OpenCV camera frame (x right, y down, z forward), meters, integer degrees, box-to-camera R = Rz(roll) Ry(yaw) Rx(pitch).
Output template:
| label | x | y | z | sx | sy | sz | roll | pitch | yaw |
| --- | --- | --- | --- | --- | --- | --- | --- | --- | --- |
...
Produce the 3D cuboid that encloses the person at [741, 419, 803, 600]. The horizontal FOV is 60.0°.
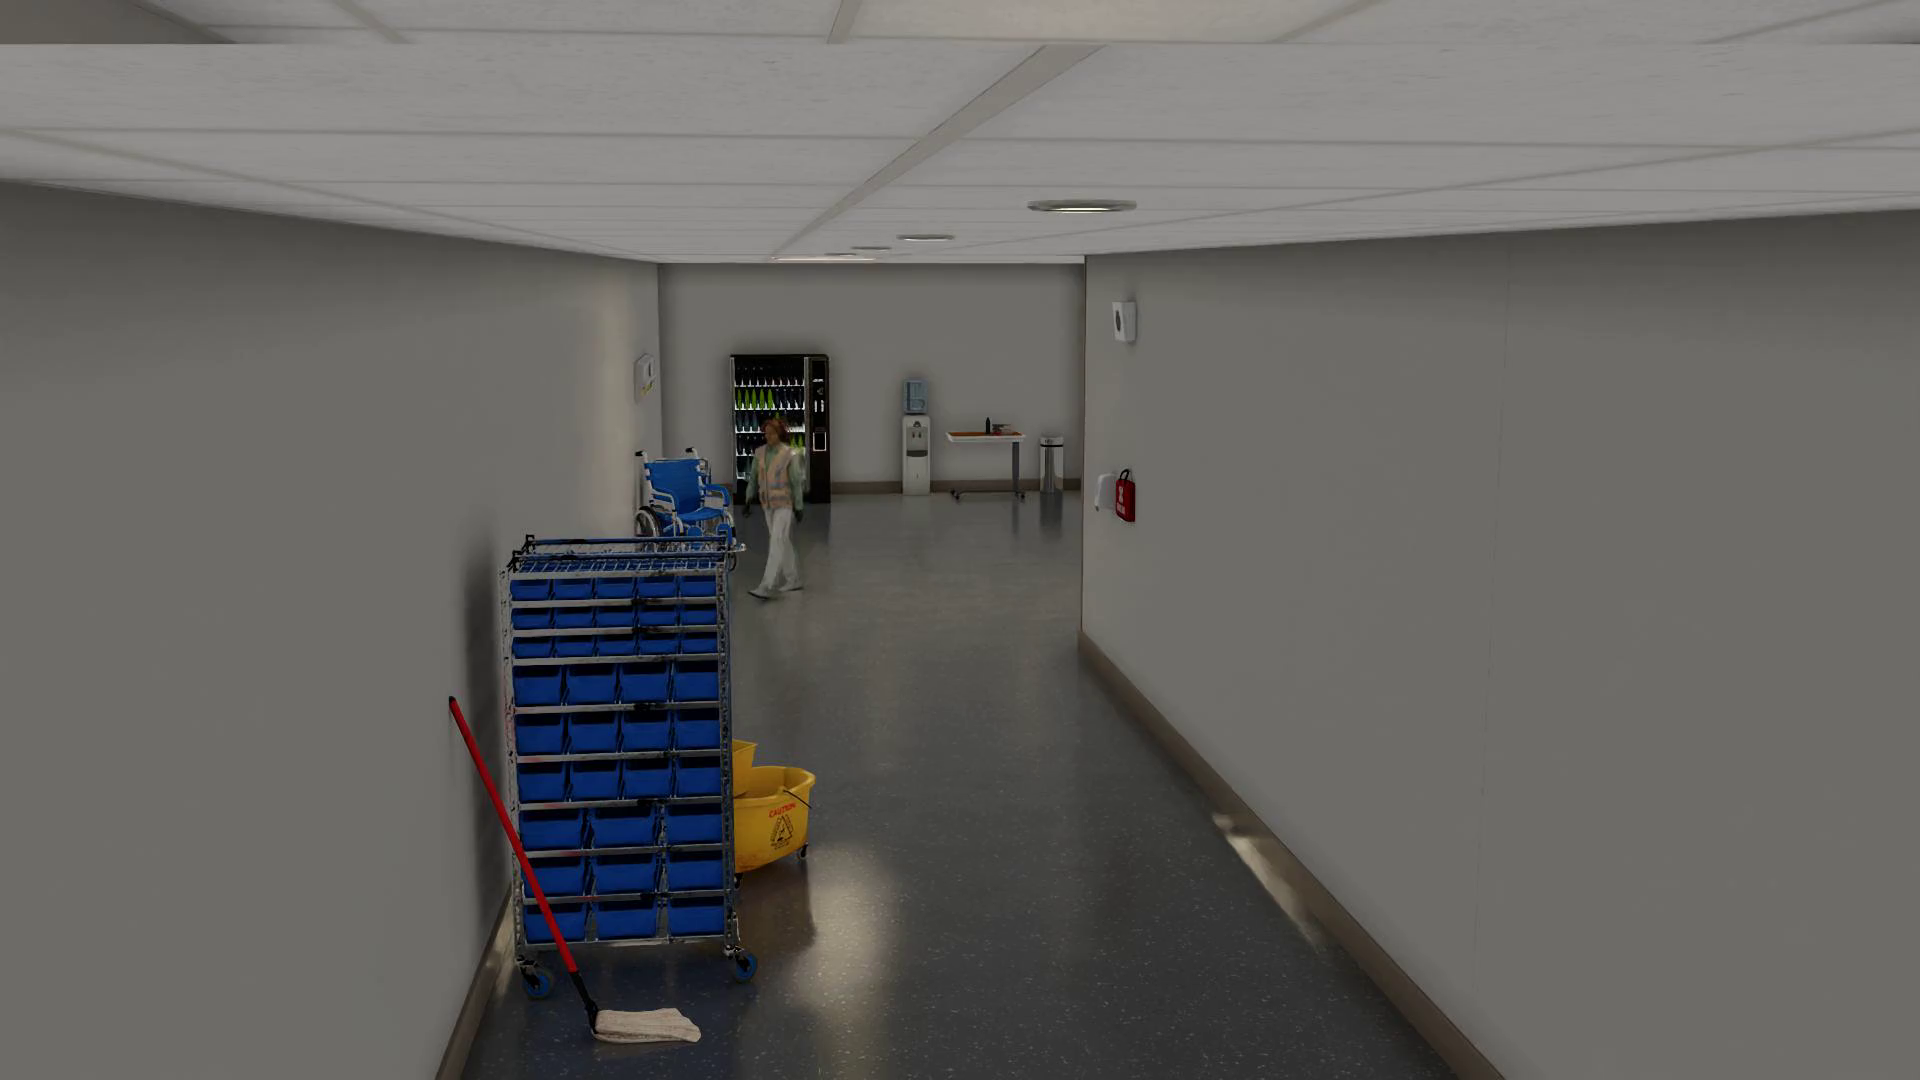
| label | x | y | z | sx | sy | sz | roll | pitch | yaw |
| --- | --- | --- | --- | --- | --- | --- | --- | --- | --- |
| person | -1.692 | -0.274 | 14.816 | 0.513 | 1.600 | 0.821 | 8 | 12 | 40 |
